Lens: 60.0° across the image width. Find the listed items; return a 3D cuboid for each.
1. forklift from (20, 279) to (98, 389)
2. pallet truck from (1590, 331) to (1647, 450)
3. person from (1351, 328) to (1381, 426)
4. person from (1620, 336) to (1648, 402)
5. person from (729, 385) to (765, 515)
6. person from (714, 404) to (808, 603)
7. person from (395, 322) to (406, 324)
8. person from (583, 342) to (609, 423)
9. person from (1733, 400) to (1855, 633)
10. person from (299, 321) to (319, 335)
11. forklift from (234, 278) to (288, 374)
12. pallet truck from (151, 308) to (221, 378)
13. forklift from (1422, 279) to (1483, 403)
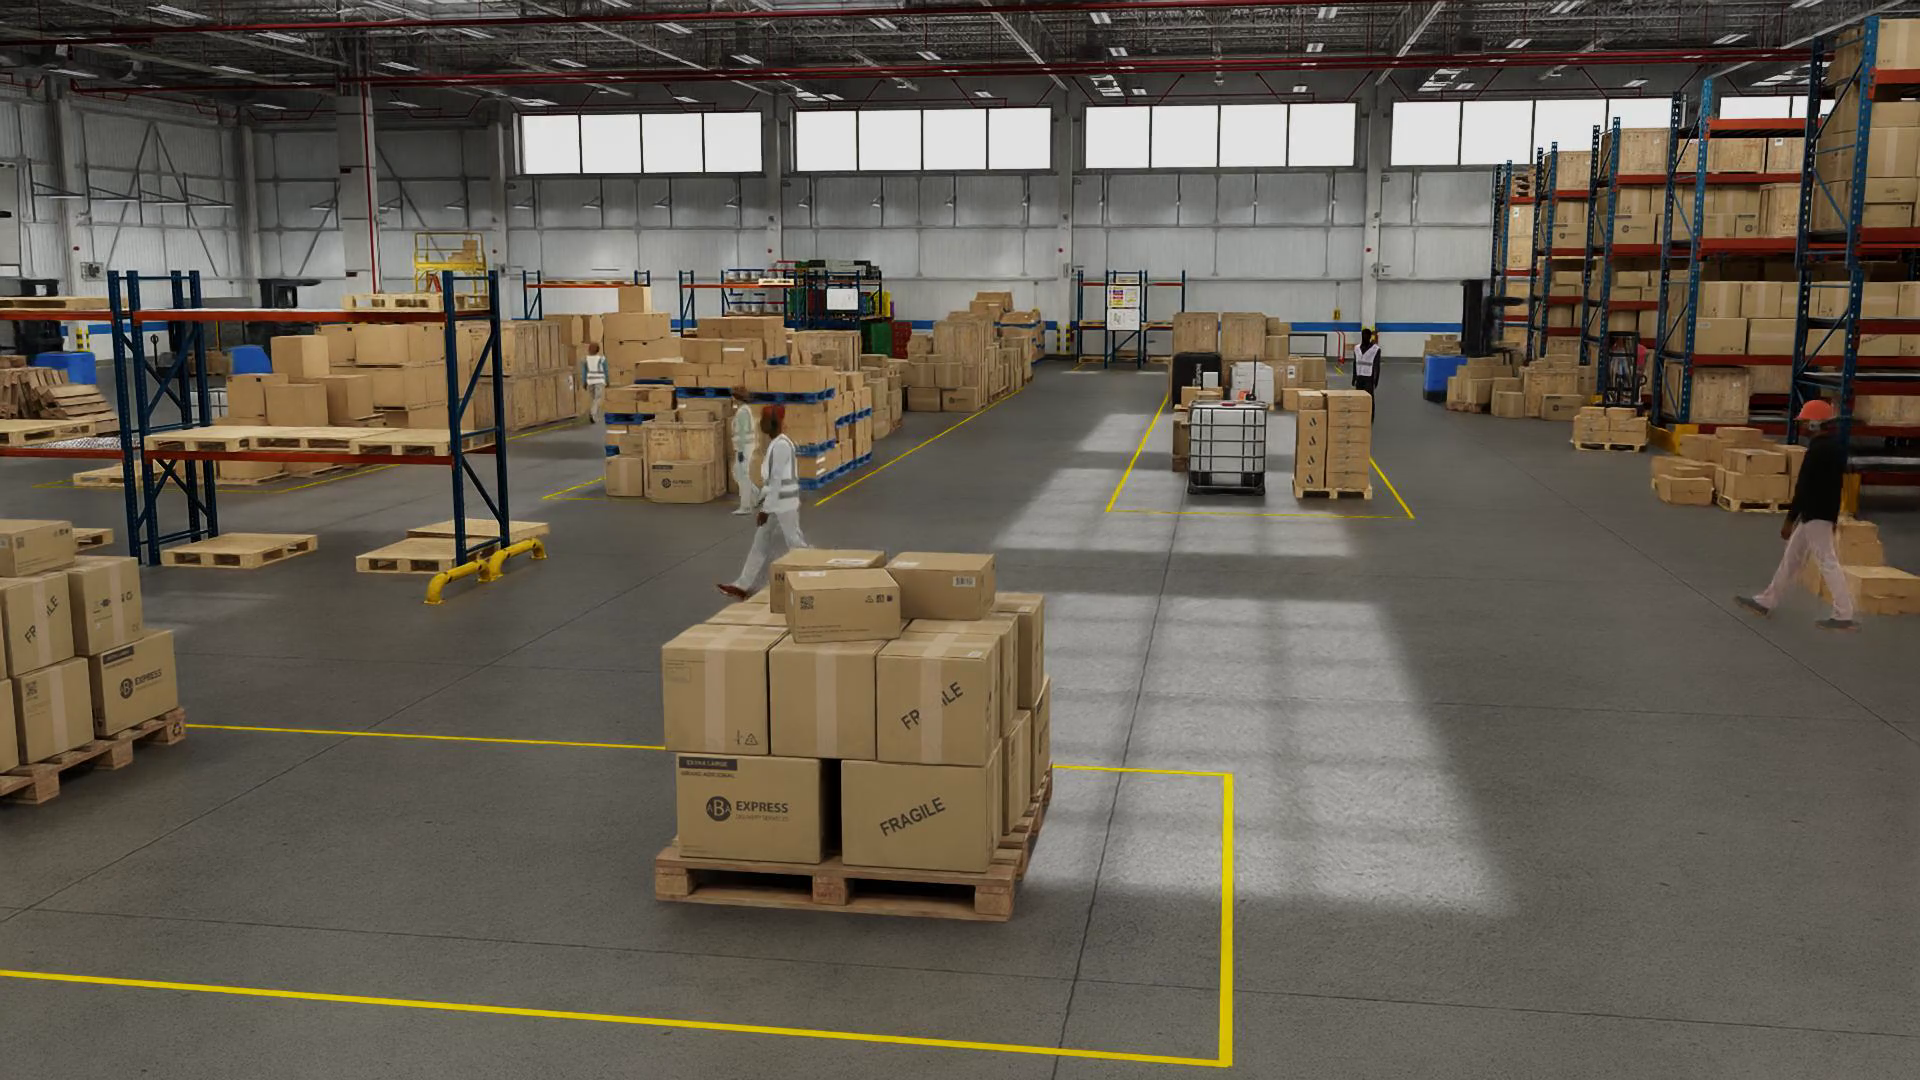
[{"bbox_3d":[-21.642,-4.773,39.353,1.873,2.768,1.129,1,9,9],"label":"forklift"},{"bbox_3d":[11.253,-2.573,28.499,0.823,1.965,1.885,5,10,27],"label":"pallet truck"},{"bbox_3d":[7.933,-3.171,32.471,0.389,1.910,0.590,-8,12,-41],"label":"person"},{"bbox_3d":[13.064,-3.123,32.373,0.630,1.843,0.429,-6,11,-31],"label":"person"},{"bbox_3d":[-2.691,-1.114,20.627,0.376,1.620,0.533,-1,9,-5],"label":"person"},{"bbox_3d":[-1.707,-0.305,15.012,0.990,1.827,0.583,-2,10,-15],"label":"person"},{"bbox_3d":[-13.731,-4.542,40.828,0.552,1.935,0.368,2,9,12],"label":"person"},{"bbox_3d":[-7.259,-3.115,33.036,0.516,1.612,0.689,2,9,14],"label":"person"},{"bbox_3d":[7.167,-0.216,14.119,1.009,1.936,0.646,7,12,38],"label":"person"},{"bbox_3d":[-17.616,-5.207,44.973,0.645,1.922,0.535,-3,10,-16],"label":"person"},{"bbox_3d":[-17.634,-5.341,42.856,1.873,2.768,1.129,1,9,4],"label":"forklift"},{"bbox_3d":[-21.869,-5.598,47.154,0.823,1.965,1.885,4,10,26],"label":"pallet truck"},{"bbox_3d":[11.588,-4.526,37.827,1.873,2.768,1.129,1,9,9],"label":"forklift"}]
